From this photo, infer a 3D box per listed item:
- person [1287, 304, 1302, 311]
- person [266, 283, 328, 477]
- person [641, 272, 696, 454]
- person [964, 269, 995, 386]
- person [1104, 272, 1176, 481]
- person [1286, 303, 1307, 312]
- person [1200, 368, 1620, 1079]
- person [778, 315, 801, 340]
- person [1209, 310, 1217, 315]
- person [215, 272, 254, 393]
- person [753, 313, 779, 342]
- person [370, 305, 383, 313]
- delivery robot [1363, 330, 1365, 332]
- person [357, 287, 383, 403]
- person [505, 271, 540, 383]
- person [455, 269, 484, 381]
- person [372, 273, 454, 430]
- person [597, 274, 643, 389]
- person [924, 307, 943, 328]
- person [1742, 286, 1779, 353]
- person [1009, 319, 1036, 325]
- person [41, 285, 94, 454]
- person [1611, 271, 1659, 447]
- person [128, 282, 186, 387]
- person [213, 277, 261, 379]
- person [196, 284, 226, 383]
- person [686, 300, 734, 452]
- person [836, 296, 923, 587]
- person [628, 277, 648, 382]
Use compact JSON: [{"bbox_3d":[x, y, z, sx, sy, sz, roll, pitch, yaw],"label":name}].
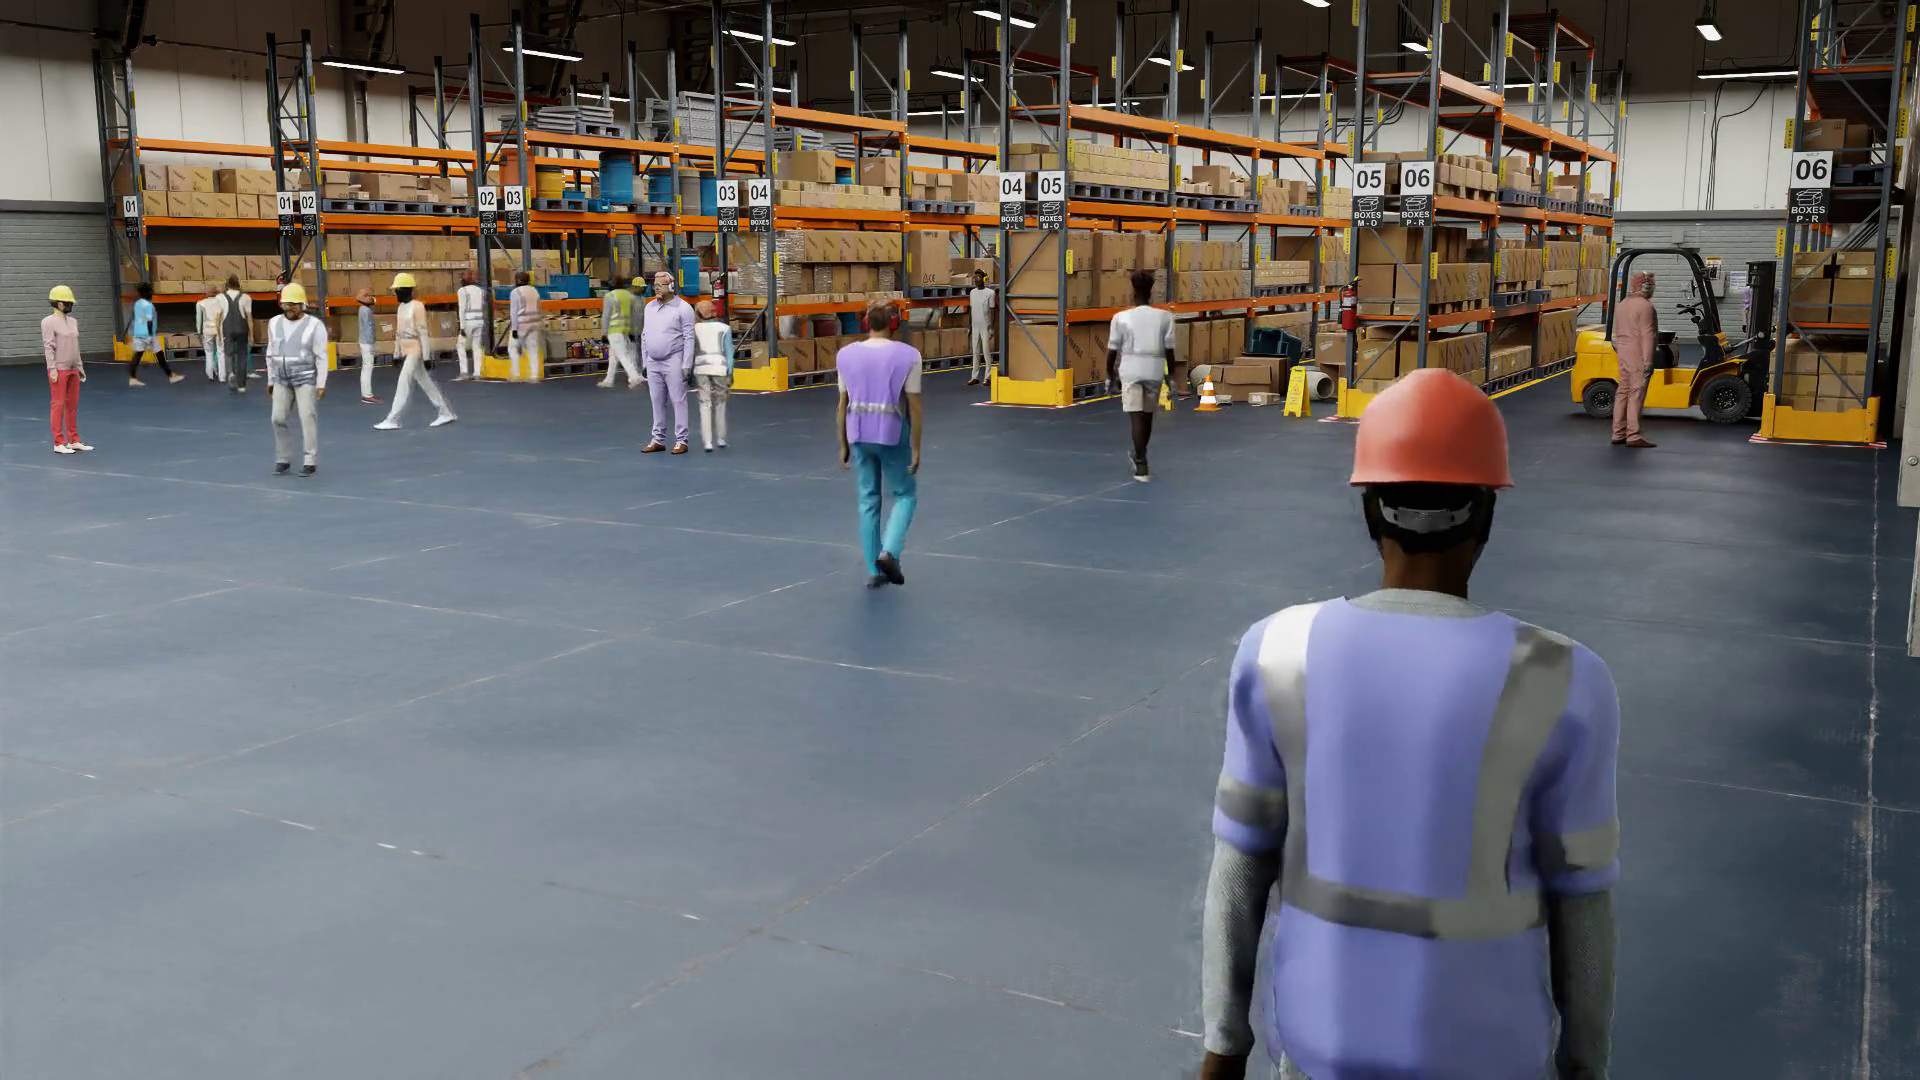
[{"bbox_3d":[7.747,-5.438,38.495,0.454,1.896,0.648,0,10,2],"label":"person"},{"bbox_3d":[-6.256,-1.506,15.696,0.640,1.818,0.425,1,10,8],"label":"person"},{"bbox_3d":[-3.093,-1.853,17.479,0.639,1.910,0.407,5,11,26],"label":"person"},{"bbox_3d":[0.330,-3.392,26.597,0.519,1.873,0.328,7,12,36],"label":"person"},{"bbox_3d":[1.672,-1.544,15.630,0.633,1.911,0.984,-2,10,-9],"label":"person"},{"bbox_3d":[7.607,-5.311,37.931,0.699,1.845,0.568,-5,11,-27],"label":"person"},{"bbox_3d":[0.638,0.714,2.422,0.568,1.916,0.547,5,11,29],"label":"person"},{"bbox_3d":[-3.301,-4.245,31.427,0.636,1.921,0.432,10,14,44],"label":"person"},{"bbox_3d":[6.329,-5.987,41.451,0.435,1.982,0.642,7,12,35],"label":"person"},{"bbox_3d":[-10.937,-3.118,25.105,0.510,1.834,0.560,-4,11,-23],"label":"person"},{"bbox_3d":[-4.755,-5.792,40.546,0.542,1.909,0.926,4,10,20],"label":"person"},{"bbox_3d":[-12.353,-4.779,35.172,0.542,1.713,0.922,5,11,25],"label":"person"},{"bbox_3d":[9.009,-4.665,37.622,0.707,0.478,0.477,-3,10,-16],"label":"delivery robot"},{"bbox_3d":[-8.405,-2.768,23.638,0.266,1.631,0.507,-5,11,-26],"label":"person"},{"bbox_3d":[-7.197,-3.473,27.225,0.727,1.816,0.654,6,11,31],"label":"person"},{"bbox_3d":[-8.145,-3.564,27.628,0.595,1.855,0.574,7,12,34],"label":"person"},{"bbox_3d":[-6.605,-2.269,20.036,1.022,1.875,0.601,-7,12,-36],"label":"person"},{"bbox_3d":[-5.341,-3.274,26.108,0.930,1.808,0.634,4,11,24],"label":"person"},{"bbox_3d":[-0.528,-6.166,42.874,1.006,1.849,0.620,-3,10,-20],"label":"person"},{"bbox_3d":[13.872,-3.796,28.830,0.589,1.918,0.400,1,10,4],"label":"person"},{"bbox_3d":[1.080,-3.564,27.251,0.516,1.992,0.667,-5,11,-29],"label":"person"},{"bbox_3d":[-9.450,-1.799,17.583,0.312,1.768,0.524,1,10,6],"label":"person"},{"bbox_3d":[7.400,-1.966,18.147,0.402,1.906,0.652,-1,10,-7],"label":"person"},{"bbox_3d":[-12.909,-3.275,26.545,0.536,1.648,0.867,7,12,36],"label":"person"},{"bbox_3d":[-12.286,-3.575,28.068,0.528,1.740,0.790,6,12,33],"label":"person"},{"bbox_3d":[-12.278,-3.399,27.401,0.530,1.611,0.777,-4,10,-22],"label":"person"},{"bbox_3d":[-2.675,-1.753,17.779,0.534,1.599,0.770,-1,10,-8],"label":"person"},{"bbox_3d":[-0.496,-0.597,10.358,0.567,1.833,0.435,3,10,15],"label":"person"},{"bbox_3d":[-5.304,-3.472,27.469,0.349,1.733,0.480,3,10,18],"label":"person"}]
